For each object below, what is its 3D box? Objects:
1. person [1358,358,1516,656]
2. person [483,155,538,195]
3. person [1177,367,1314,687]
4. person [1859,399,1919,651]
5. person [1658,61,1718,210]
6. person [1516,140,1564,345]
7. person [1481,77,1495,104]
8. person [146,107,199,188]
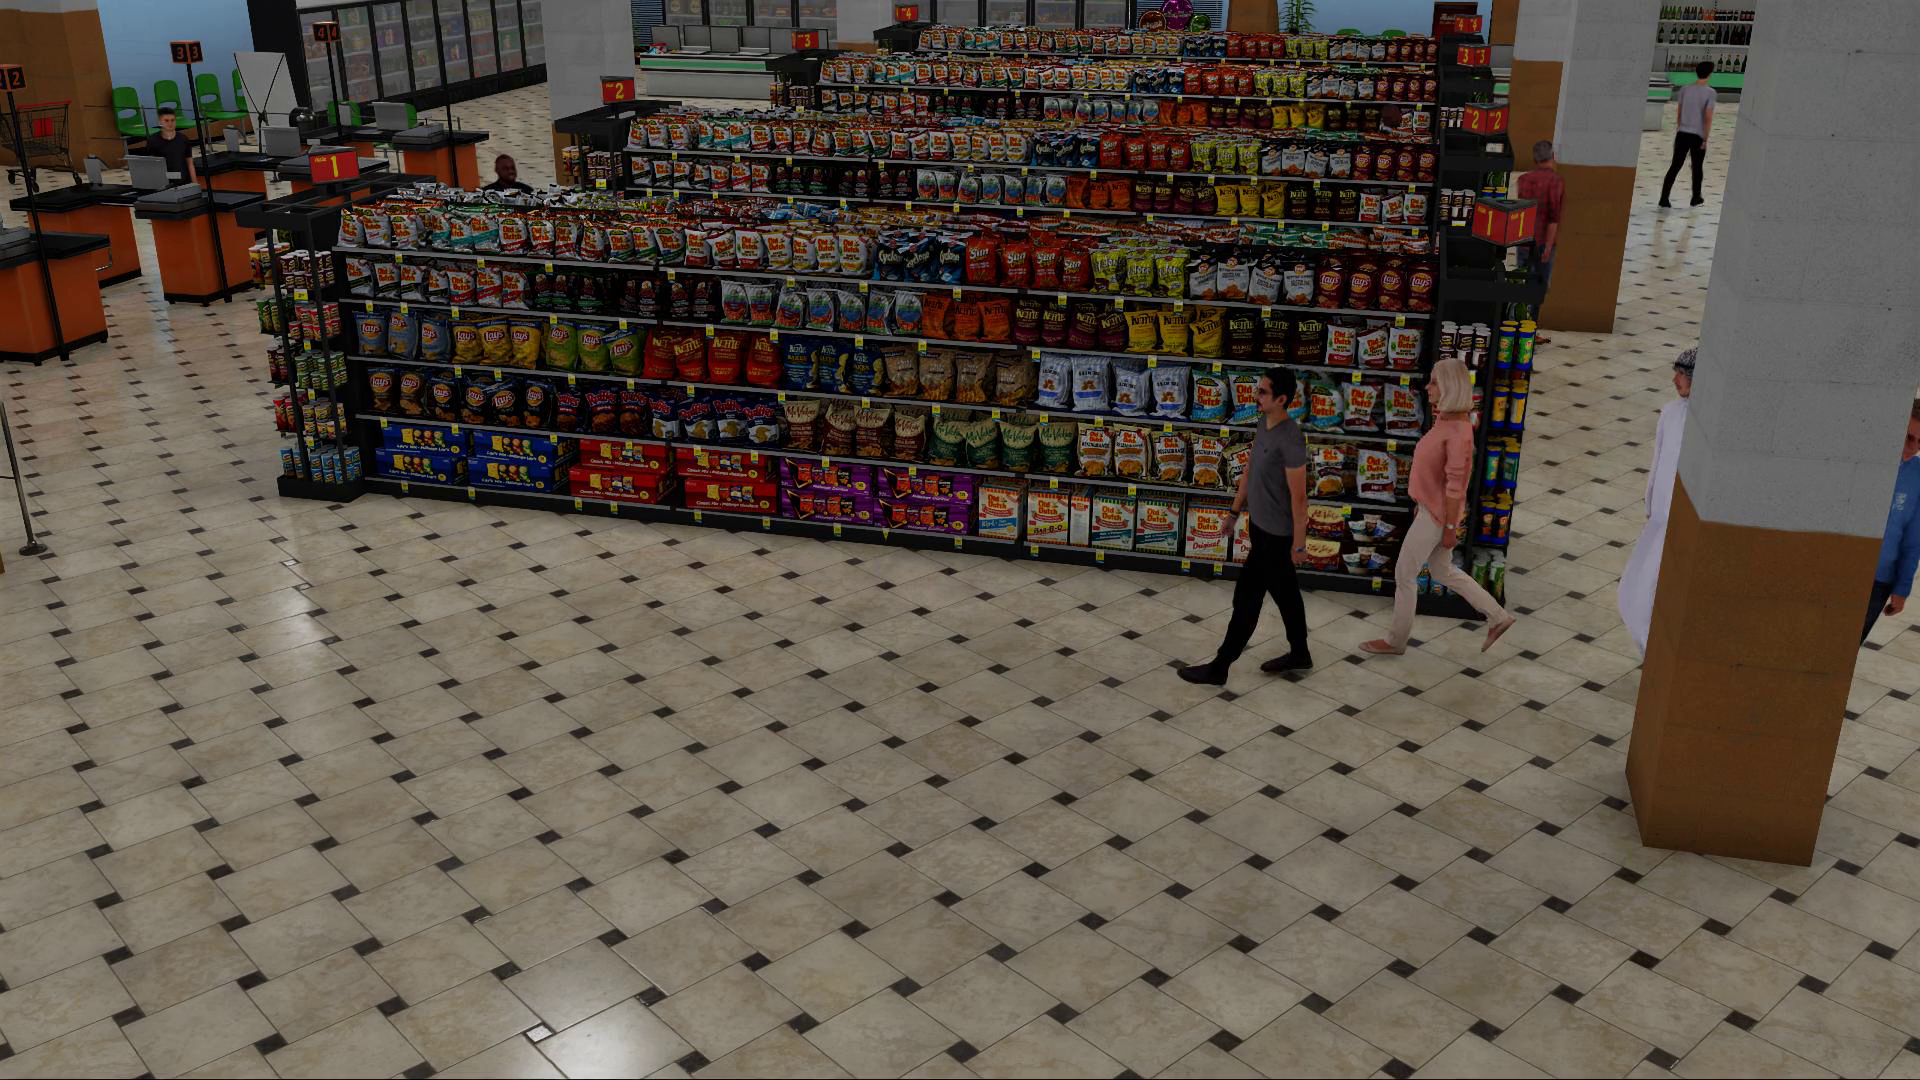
[{"bbox_3d":[2.653,-0.136,8.930,1.071,1.697,0.658,3,22,8],"label":"person"},{"bbox_3d":[-3.954,-2.469,14.615,1.066,1.788,1.193,-18,28,-38],"label":"person"},{"bbox_3d":[1.721,-0.058,8.702,1.112,1.723,0.858,-2,22,-5],"label":"person"},{"bbox_3d":[4.409,0.121,8.175,0.663,1.784,0.808,14,26,32],"label":"person"},{"bbox_3d":[9.202,-5.088,21.079,1.105,1.828,1.205,-20,29,-40],"label":"person"},{"bbox_3d":[5.235,-2.698,15.166,0.944,1.801,0.963,-4,22,-9],"label":"person"},{"bbox_3d":[7.312,-5.752,23.271,0.811,1.427,0.981,-20,29,-40],"label":"person"},{"bbox_3d":[-8.394,-3.737,17.806,0.698,1.761,0.715,17,28,37],"label":"person"}]
